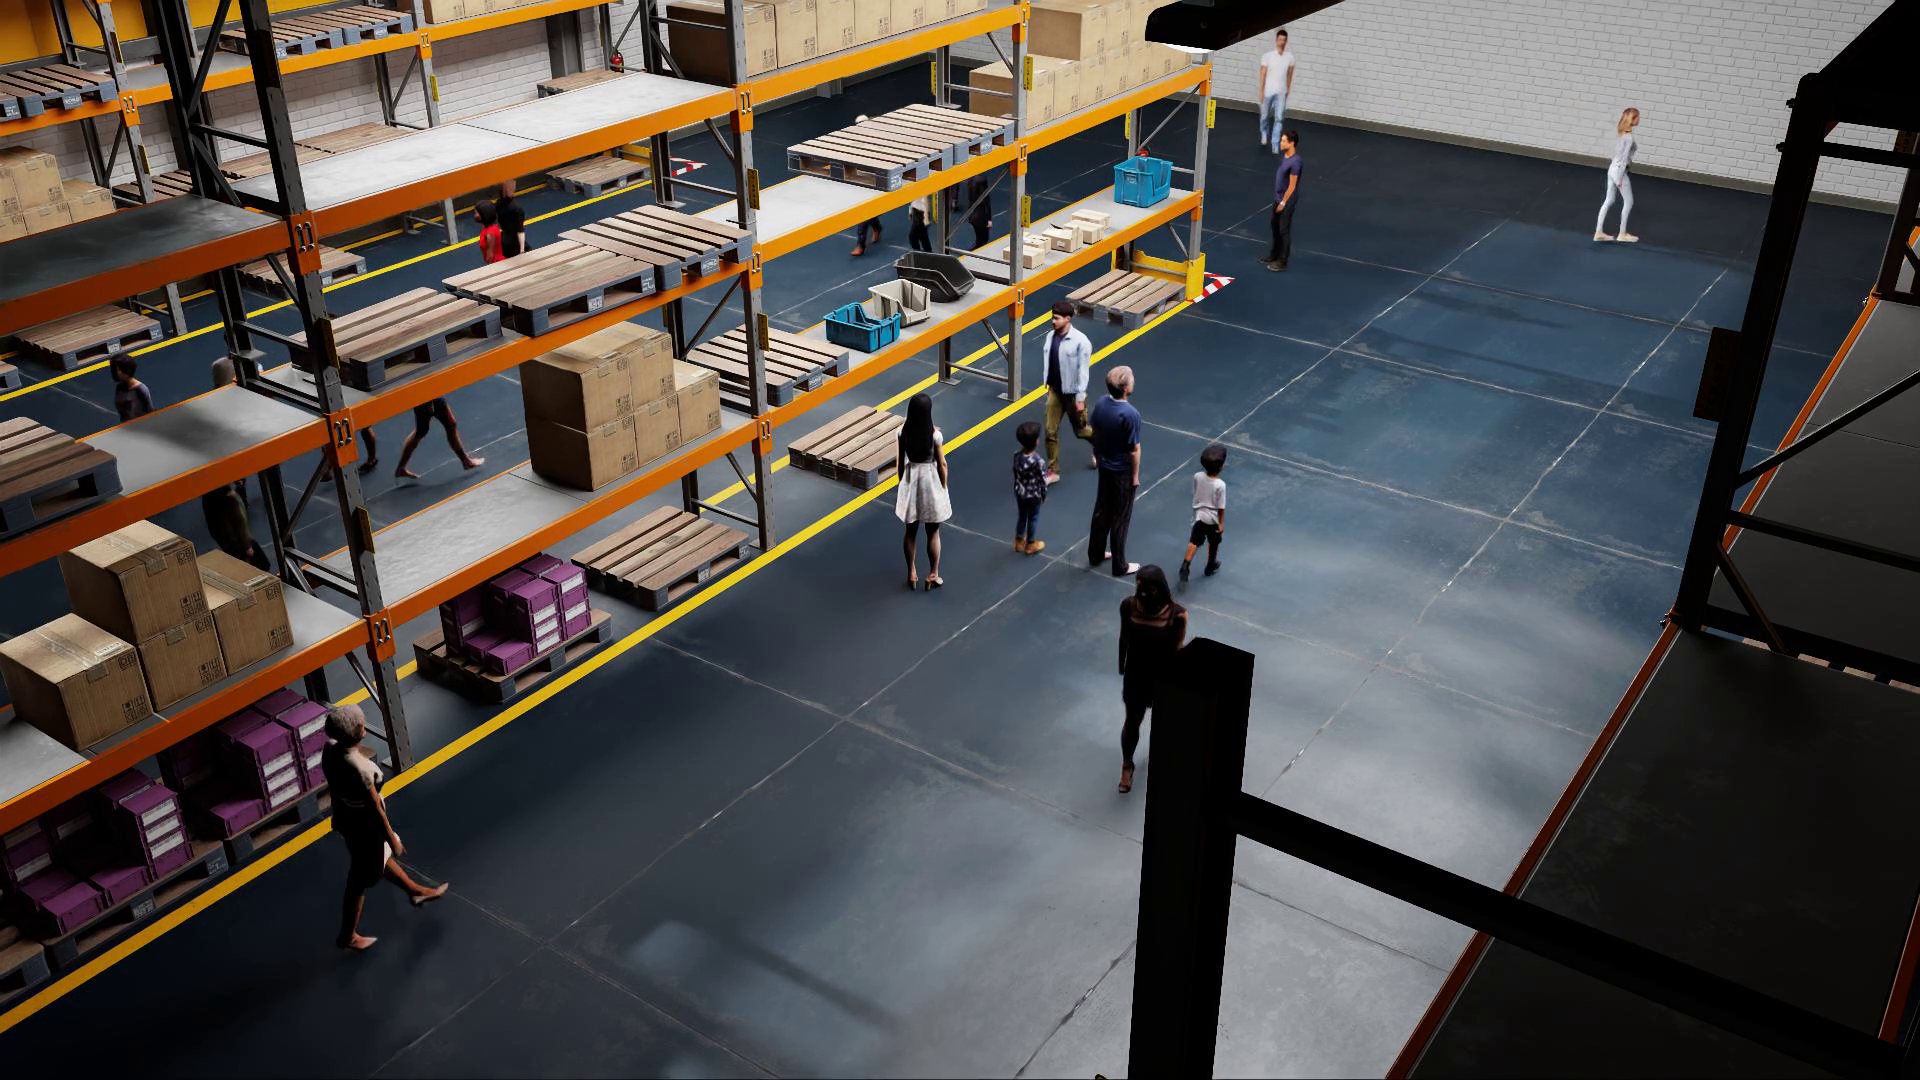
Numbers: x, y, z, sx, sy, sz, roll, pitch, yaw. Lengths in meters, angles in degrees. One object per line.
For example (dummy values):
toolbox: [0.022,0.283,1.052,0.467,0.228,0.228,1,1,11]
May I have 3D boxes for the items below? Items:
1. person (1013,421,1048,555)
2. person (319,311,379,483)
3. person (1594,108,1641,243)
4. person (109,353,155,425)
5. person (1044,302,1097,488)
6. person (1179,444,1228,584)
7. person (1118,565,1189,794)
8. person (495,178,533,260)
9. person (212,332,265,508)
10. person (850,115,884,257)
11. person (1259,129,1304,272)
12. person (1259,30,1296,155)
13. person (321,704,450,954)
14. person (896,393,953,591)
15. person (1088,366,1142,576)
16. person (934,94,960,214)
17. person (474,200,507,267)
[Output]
person: [0.597,-0.446,14.508,0.529,1.247,0.546,22,36,35]
person: [-5.789,-1.387,15.815,0.686,1.647,1.031,12,31,20]
person: [8.619,-4.806,21.946,0.889,1.778,0.857,1,29,1]
person: [-7.407,-0.995,15.197,0.592,1.551,0.572,16,32,27]
person: [1.070,-1.394,15.689,0.780,1.779,1.160,20,35,32]
person: [2.059,-0.202,14.063,0.485,1.245,0.787,20,34,32]
person: [1.356,0.905,11.577,0.825,1.683,1.110,9,30,17]
person: [-5.285,-3.390,19.476,0.633,1.659,1.060,17,33,28]
person: [-6.572,-1.108,15.254,0.983,1.696,1.085,-2,29,-3]
person: [-1.219,-4.665,21.680,0.712,1.785,1.166,16,32,27]
person: [4.153,-4.286,20.985,0.815,1.785,0.757,-5,29,-9]
person: [4.883,-6.986,25.887,1.021,1.832,1.283,5,29,9]
person: [-3.666,1.780,9.931,1.078,1.722,0.821,-22,36,-34]
person: [-0.316,-0.402,13.877,0.737,1.774,0.748,7,29,13]
person: [1.326,-0.601,14.141,0.633,1.870,0.714,-22,36,-35]
person: [-0.217,-5.410,23.084,0.703,1.749,0.758,-4,29,-8]
person: [-5.075,-2.947,18.590,0.787,1.729,0.746,-17,33,-28]
